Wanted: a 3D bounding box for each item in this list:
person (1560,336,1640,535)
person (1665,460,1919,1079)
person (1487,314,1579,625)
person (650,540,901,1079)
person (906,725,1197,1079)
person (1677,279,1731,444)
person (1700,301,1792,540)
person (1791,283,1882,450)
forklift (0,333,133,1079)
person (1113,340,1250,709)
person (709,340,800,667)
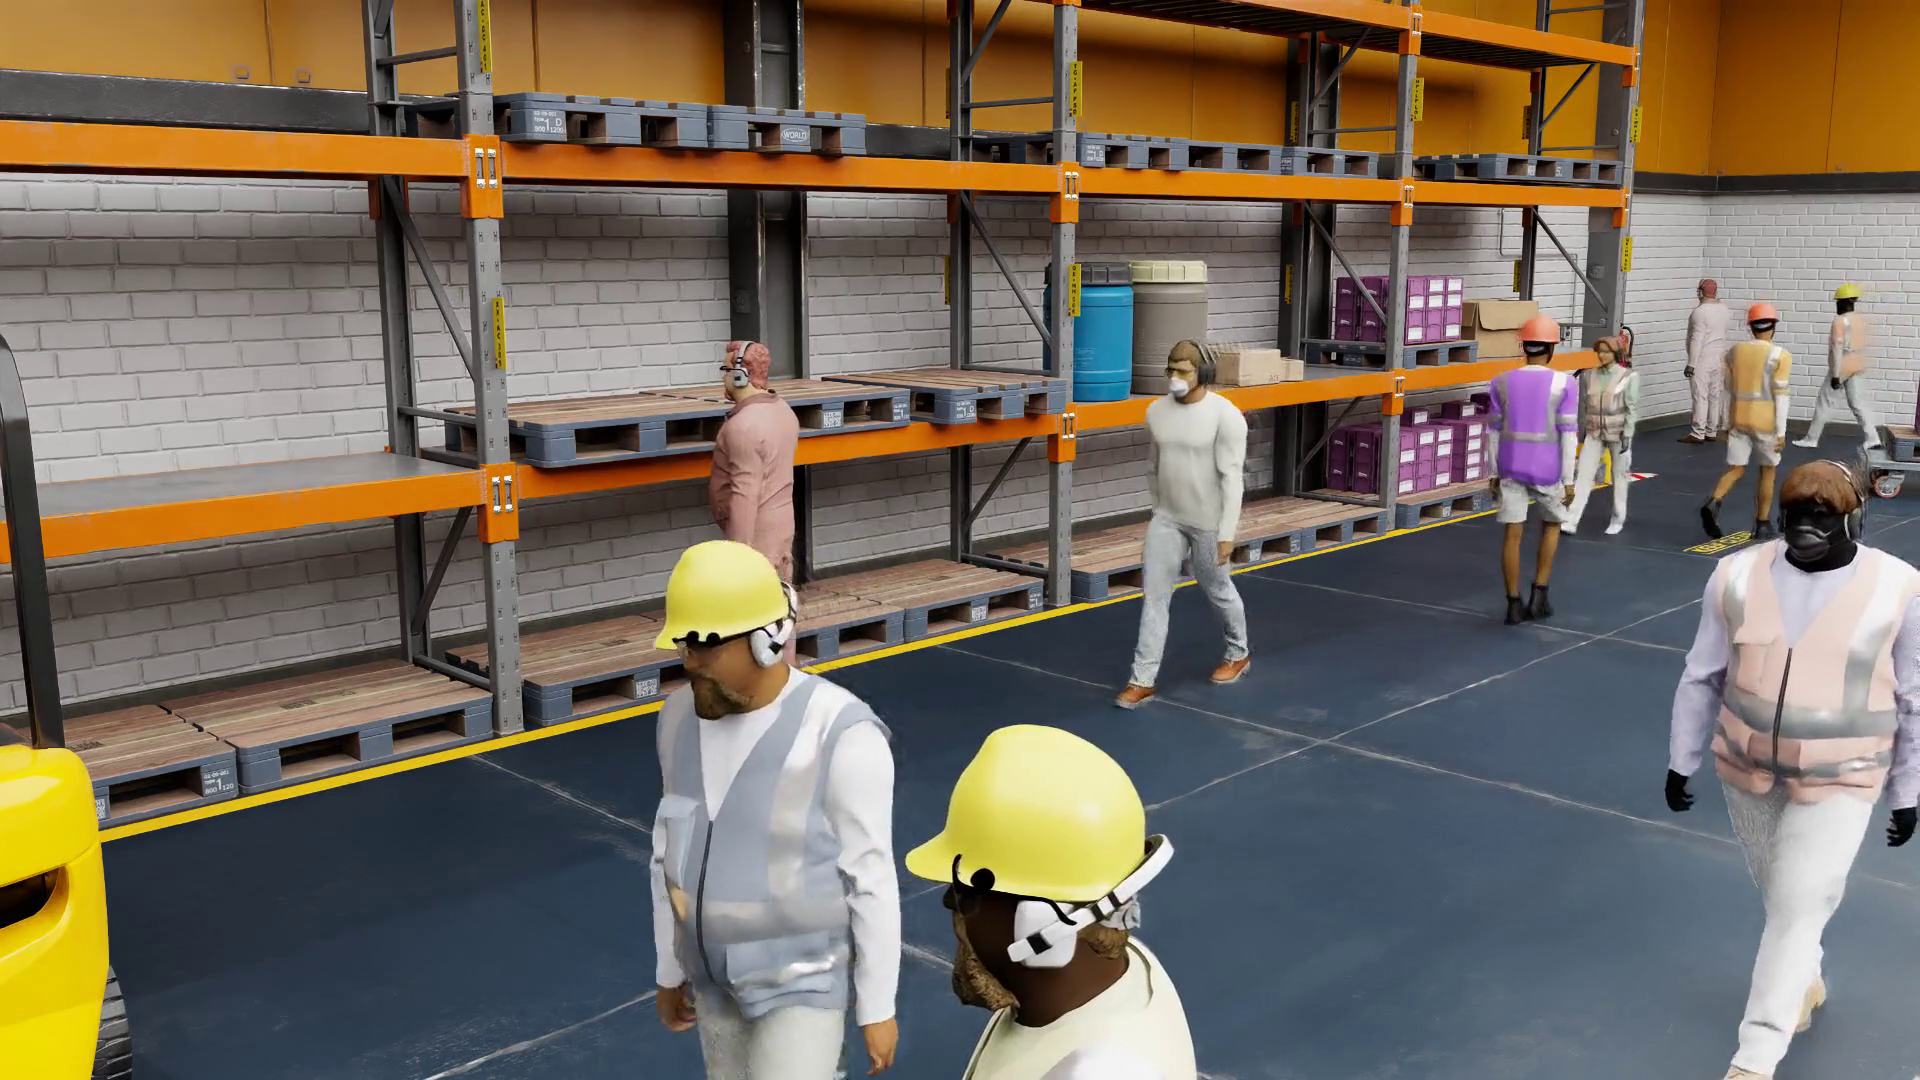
[{"bbox_3d":[5.103,-0.806,13.221,0.809,1.600,0.531,-9,14,-40],"label":"person"},{"bbox_3d":[2.386,0.654,4.769,0.975,1.793,0.646,-10,14,-42],"label":"person"},{"bbox_3d":[3.583,-0.442,10.375,0.578,1.917,0.607,7,13,34],"label":"person"},{"bbox_3d":[-0.407,0.888,3.428,0.608,1.811,0.423,7,13,35],"label":"person"},{"bbox_3d":[0.108,1.122,2.093,0.404,1.830,0.603,1,10,3],"label":"person"},{"bbox_3d":[8.622,-2.071,19.312,0.642,1.905,0.399,-7,13,-35],"label":"person"},{"bbox_3d":[6.175,-0.916,13.032,0.815,1.904,0.554,-7,12,-32],"label":"person"},{"bbox_3d":[9.900,-1.920,18.563,0.605,1.882,0.990,-6,12,-29],"label":"person"},{"bbox_3d":[-3.289,0.485,4.582,1.214,2.155,2.313,-10,14,-44],"label":"forklift"},{"bbox_3d":[1.222,-0.104,8.665,0.634,1.882,1.047,9,14,40],"label":"person"},{"bbox_3d":[-1.008,-0.005,8.032,0.402,1.911,0.638,3,11,14],"label":"person"}]
